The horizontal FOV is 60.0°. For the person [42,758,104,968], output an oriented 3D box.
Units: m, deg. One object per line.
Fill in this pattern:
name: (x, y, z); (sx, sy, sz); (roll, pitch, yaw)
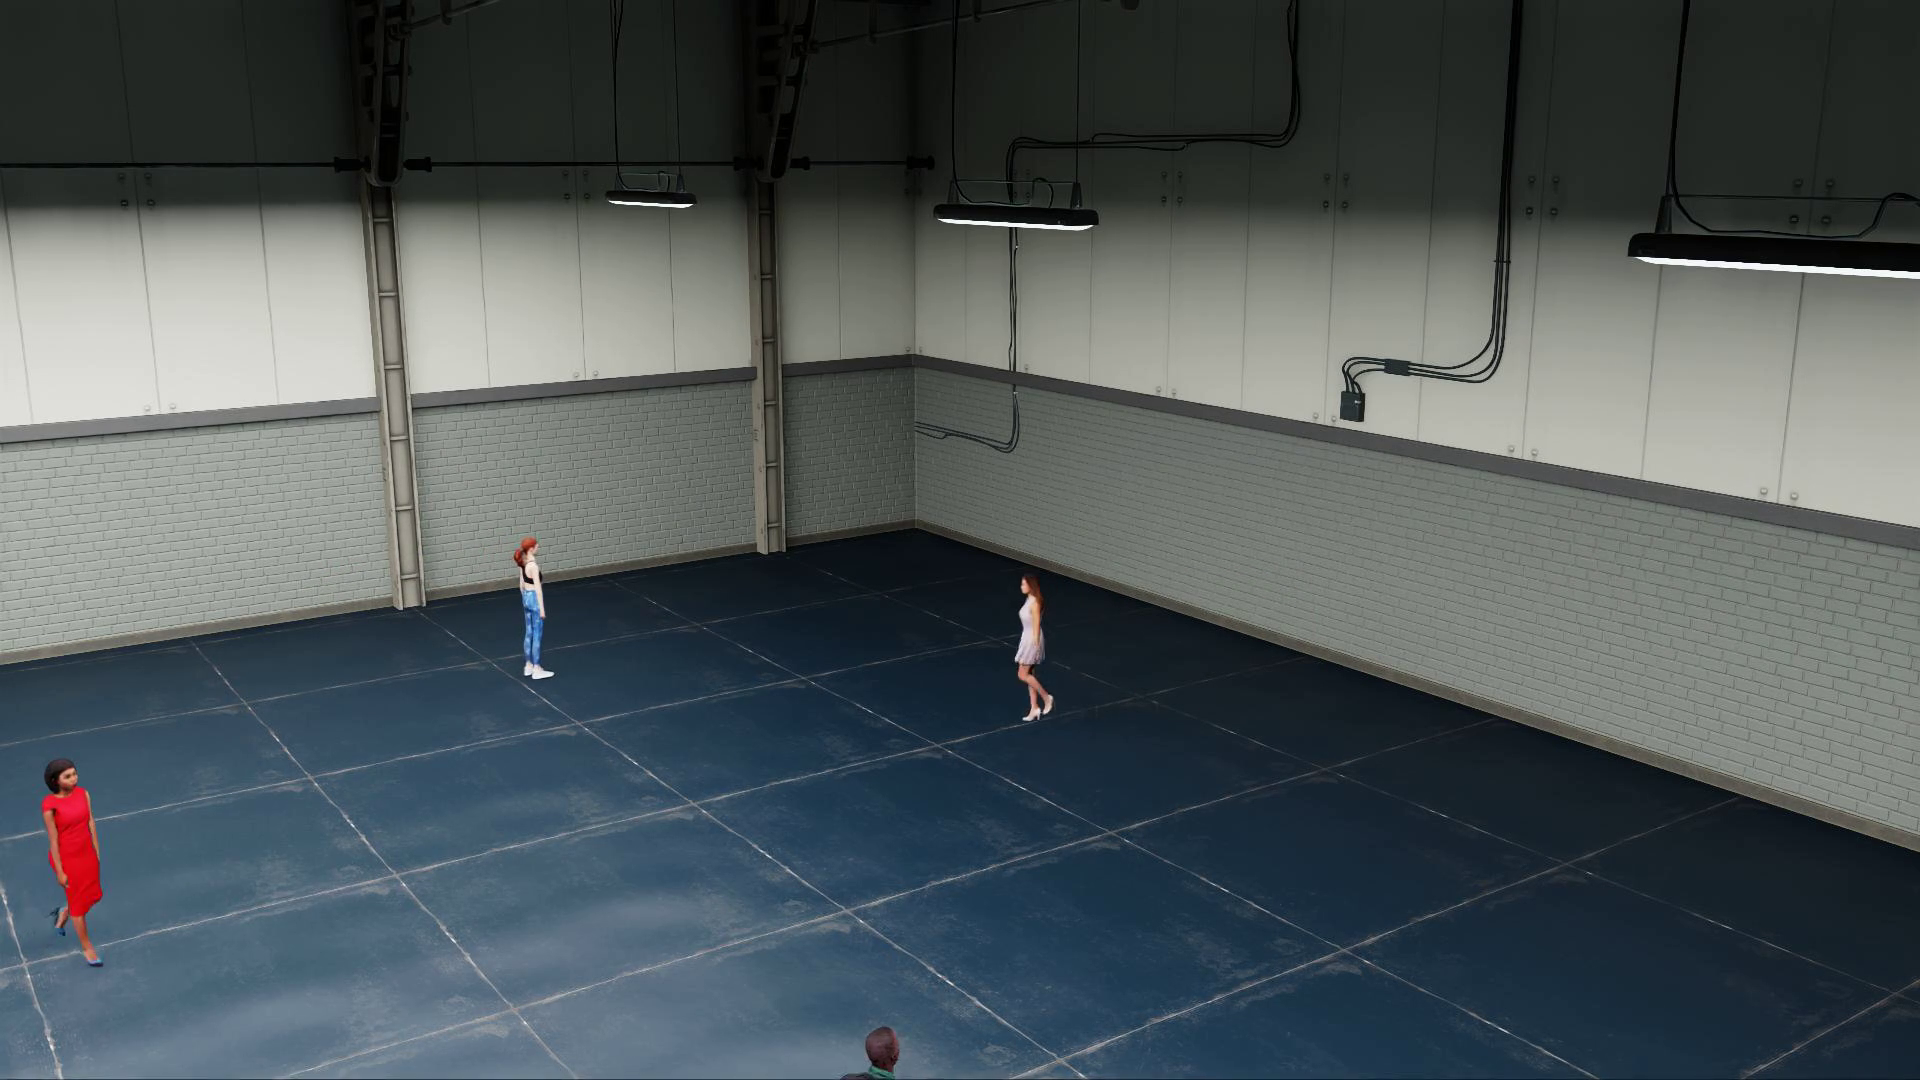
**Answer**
person: (-7.208, 2.592, 13.447); (0.909, 1.732, 0.914); (5, 14, 22)

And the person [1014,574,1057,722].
person: (0.916, 1.248, 19.187); (0.832, 1.760, 0.734); (-2, 13, -7)

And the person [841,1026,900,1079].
person: (-0.455, 3.552, 9.074); (0.811, 1.833, 0.820); (7, 15, 28)

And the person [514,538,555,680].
person: (-5.354, 0.845, 20.870); (0.583, 1.785, 0.593); (-12, 17, -41)
